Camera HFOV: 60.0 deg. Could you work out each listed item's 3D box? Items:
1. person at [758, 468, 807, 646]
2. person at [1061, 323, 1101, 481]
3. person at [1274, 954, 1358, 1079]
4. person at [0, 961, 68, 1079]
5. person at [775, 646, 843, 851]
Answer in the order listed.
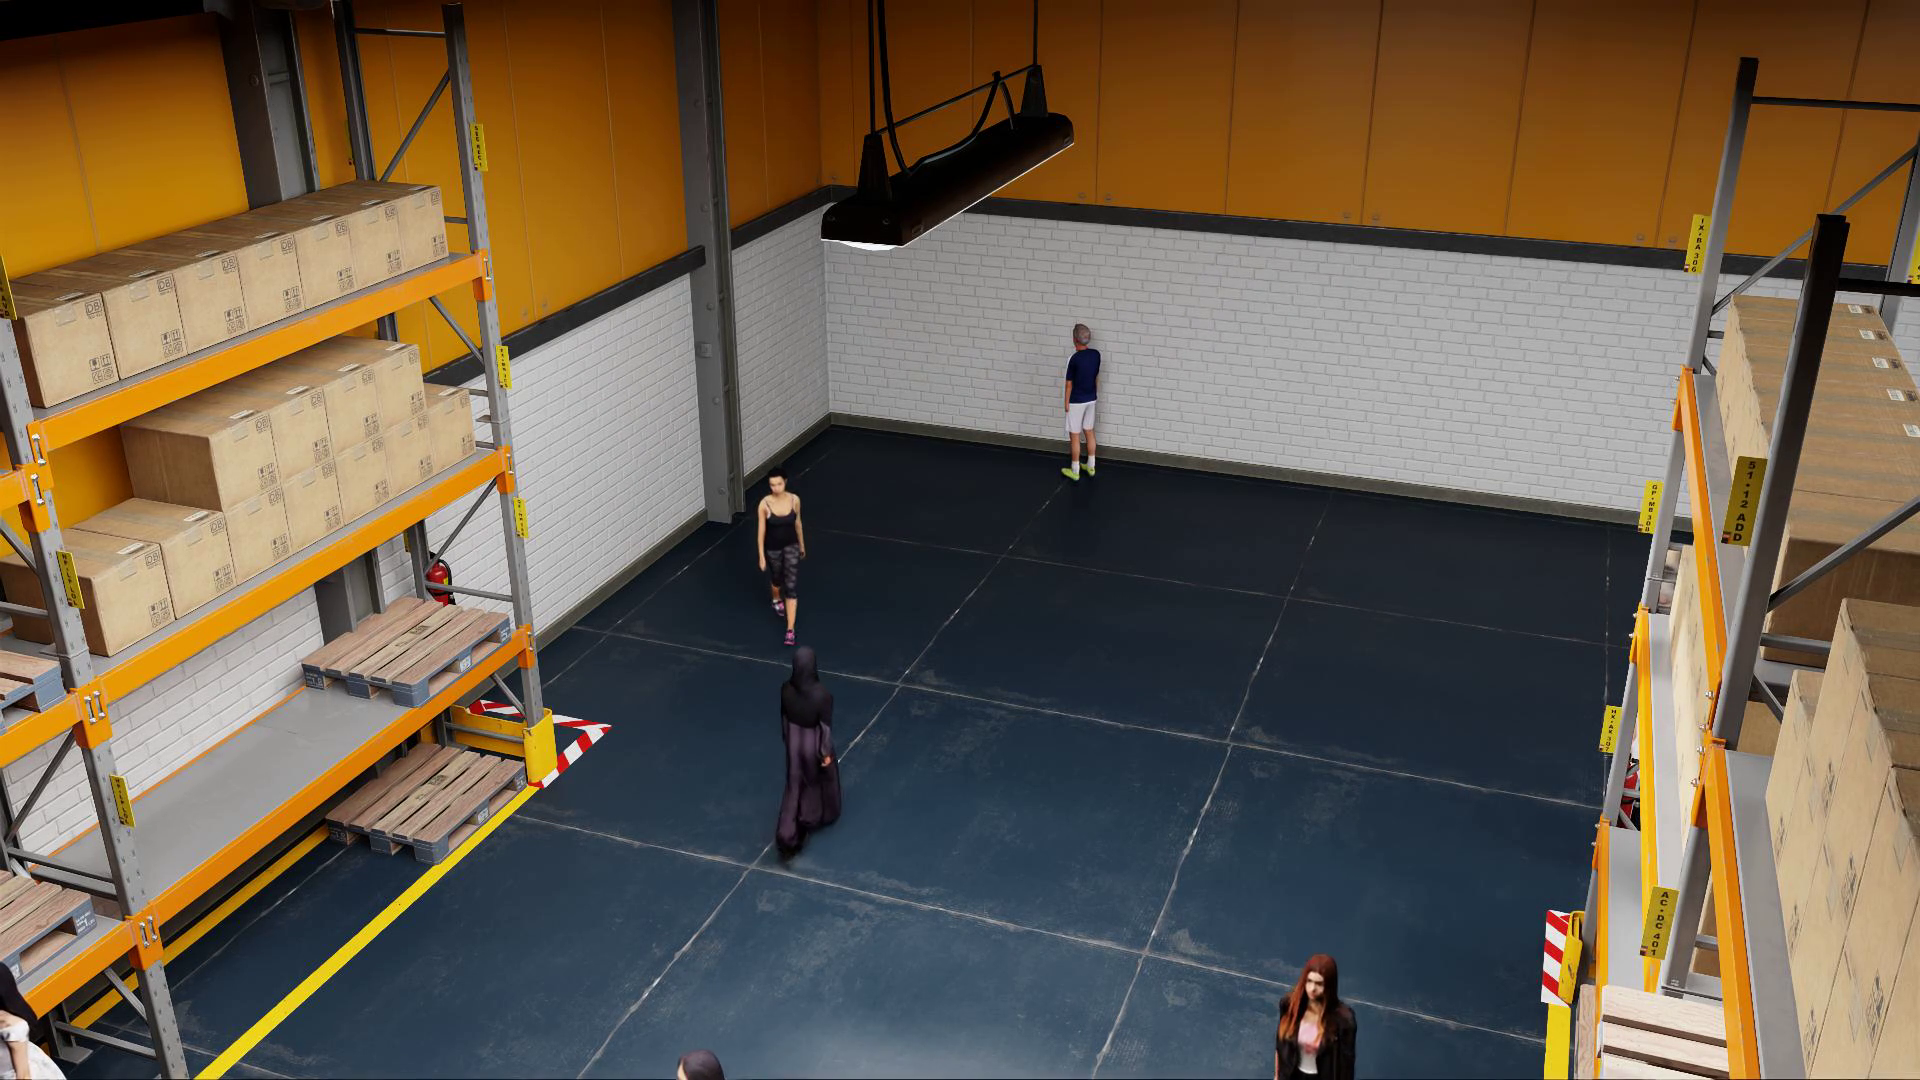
[{"bbox_3d":[-1.684,0.088,15.642,1.073,1.663,1.246,-8,25,-18],"label":"person"},{"bbox_3d":[1.425,-1.621,19.337,0.676,1.836,0.767,-15,28,-31],"label":"person"},{"bbox_3d":[1.958,2.941,9.098,0.730,1.677,1.161,13,27,26],"label":"person"},{"bbox_3d":[-4.990,2.977,8.900,0.800,1.769,0.776,-18,30,-36],"label":"person"},{"bbox_3d":[-1.161,1.561,12.360,0.614,1.594,1.098,8,25,17],"label":"person"}]
